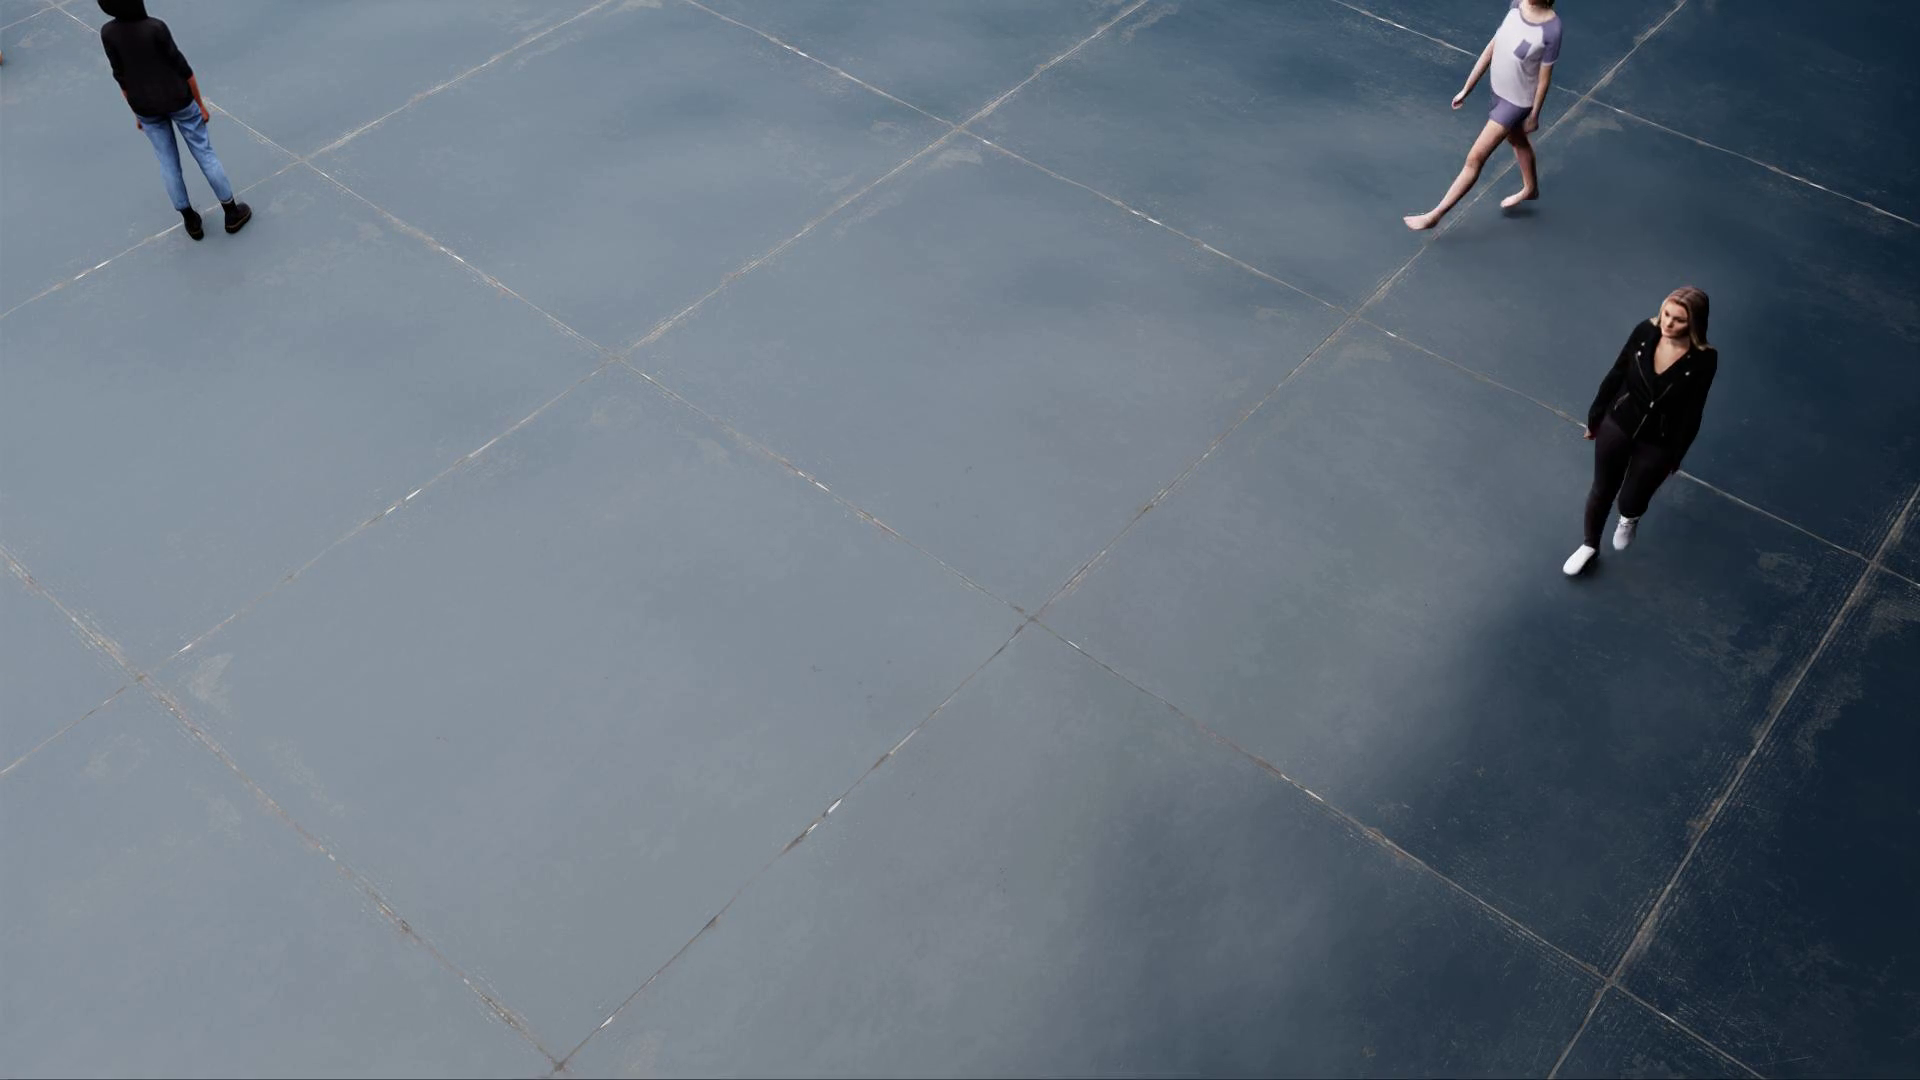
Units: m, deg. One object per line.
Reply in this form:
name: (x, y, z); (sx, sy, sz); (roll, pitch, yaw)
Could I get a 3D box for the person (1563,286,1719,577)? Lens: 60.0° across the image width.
person: (3.224, -0.525, 7.790); (0.644, 1.677, 0.729); (35, 56, 28)

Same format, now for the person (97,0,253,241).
person: (-4.577, -2.494, 9.594); (0.642, 1.701, 0.723); (-10, 48, -9)

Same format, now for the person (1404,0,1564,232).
person: (3.279, -2.563, 9.655); (1.233, 1.705, 1.040); (-11, 48, -10)
